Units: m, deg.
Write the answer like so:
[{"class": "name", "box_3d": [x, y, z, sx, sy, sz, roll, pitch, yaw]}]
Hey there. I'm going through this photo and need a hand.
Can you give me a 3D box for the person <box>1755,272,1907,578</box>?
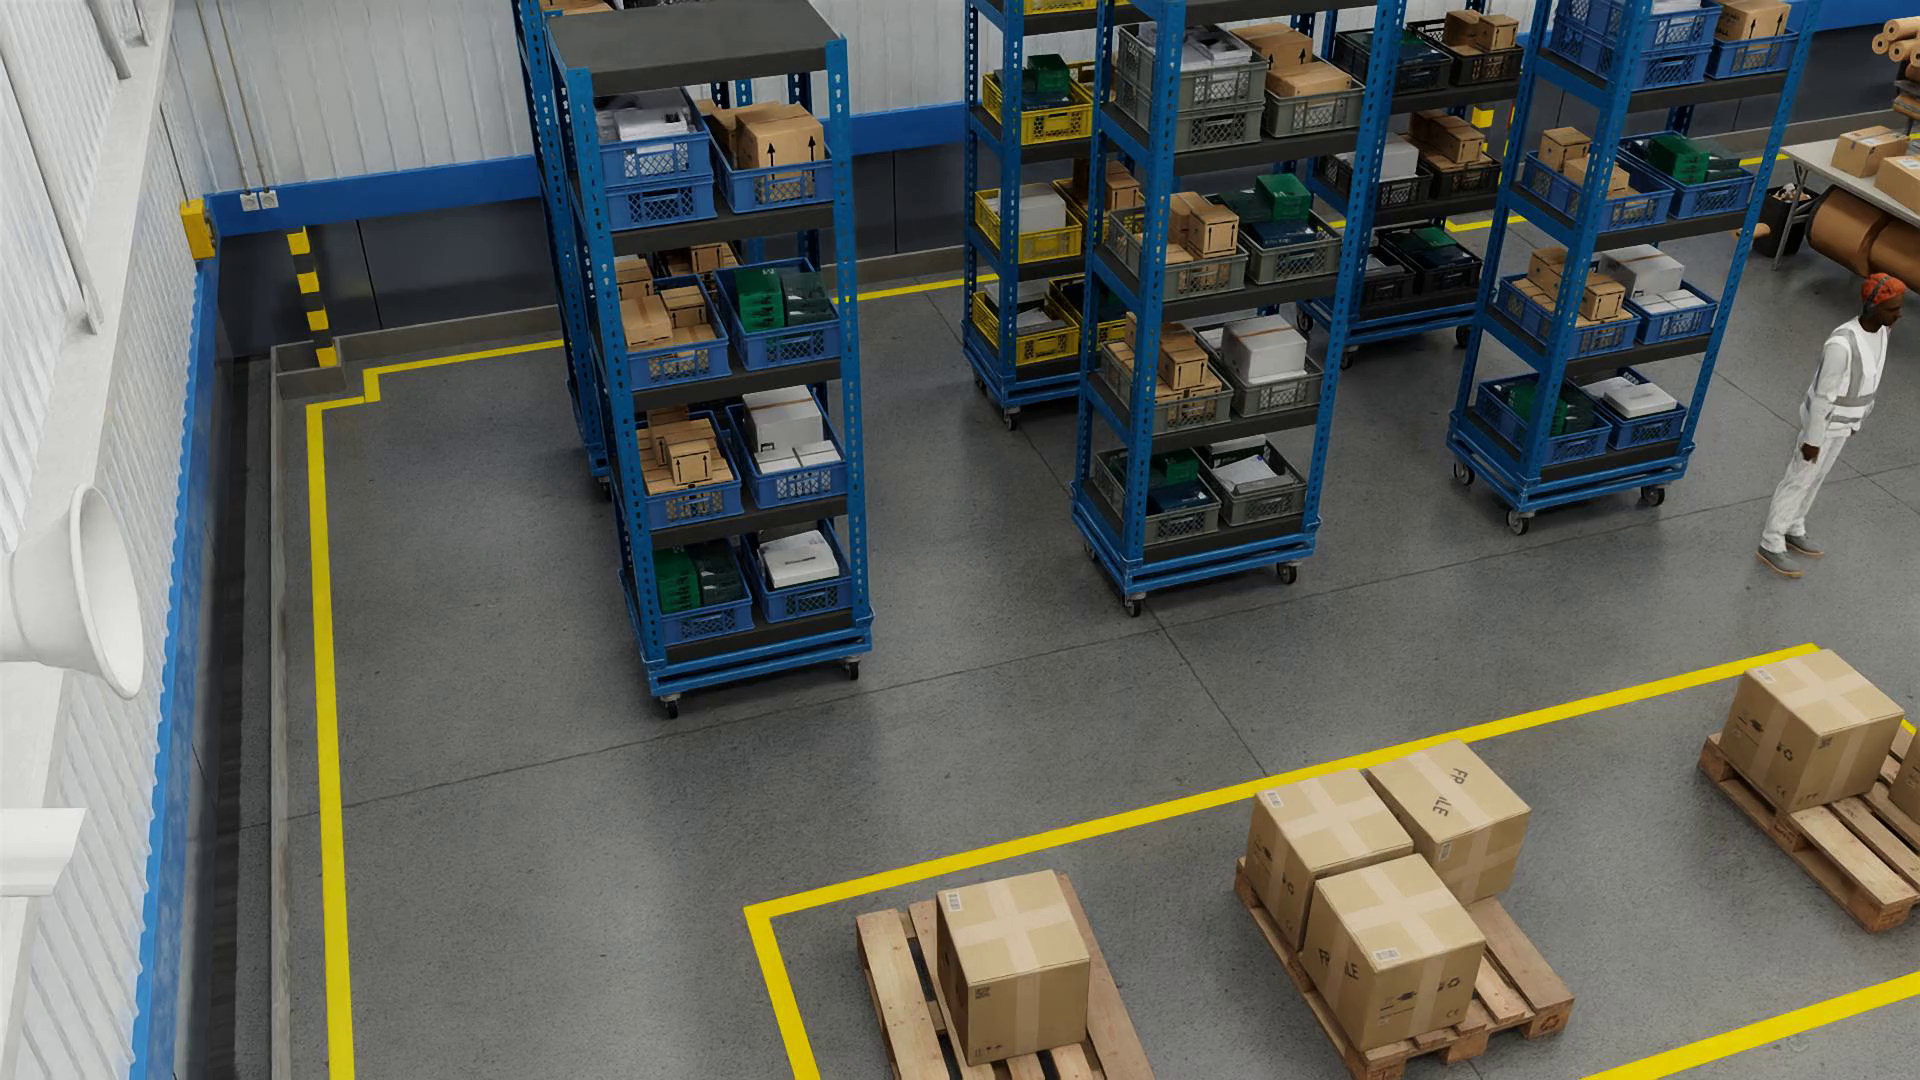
[{"class": "person", "box_3d": [5.045, -0.673, 9.609, 0.574, 1.882, 0.361, -26, 43, -32]}]
